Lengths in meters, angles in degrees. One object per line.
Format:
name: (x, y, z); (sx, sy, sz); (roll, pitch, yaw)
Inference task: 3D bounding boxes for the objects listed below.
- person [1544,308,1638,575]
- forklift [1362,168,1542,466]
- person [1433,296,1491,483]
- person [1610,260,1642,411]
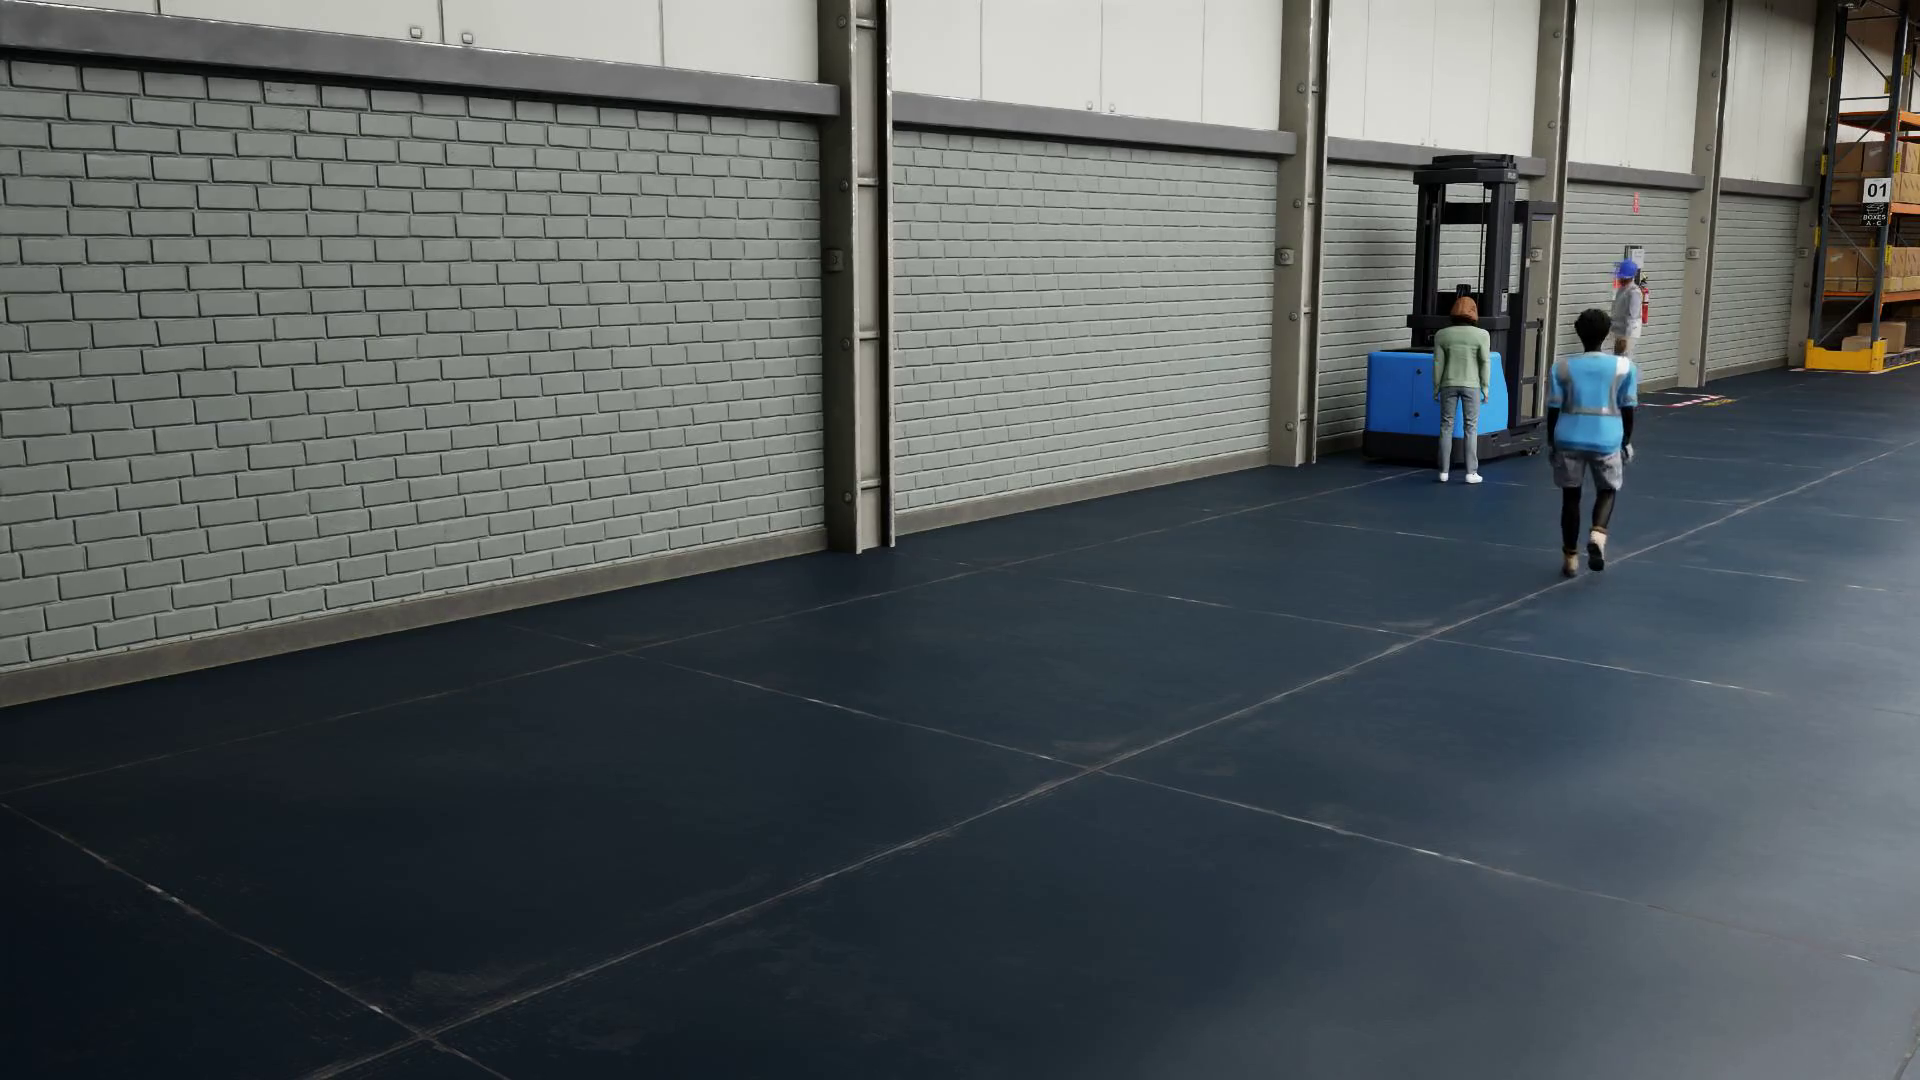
person: (3.915, -0.601, 10.373); (0.549, 1.684, 0.465); (4, 11, 21)
forklift: (4.875, -2.212, 16.287); (1.129, 2.768, 1.873); (8, 13, 40)
person: (4.410, -1.322, 14.646); (0.498, 1.633, 0.283); (6, 11, 29)
person: (8.409, -2.575, 21.038); (0.387, 1.901, 0.702); (2, 10, 9)
